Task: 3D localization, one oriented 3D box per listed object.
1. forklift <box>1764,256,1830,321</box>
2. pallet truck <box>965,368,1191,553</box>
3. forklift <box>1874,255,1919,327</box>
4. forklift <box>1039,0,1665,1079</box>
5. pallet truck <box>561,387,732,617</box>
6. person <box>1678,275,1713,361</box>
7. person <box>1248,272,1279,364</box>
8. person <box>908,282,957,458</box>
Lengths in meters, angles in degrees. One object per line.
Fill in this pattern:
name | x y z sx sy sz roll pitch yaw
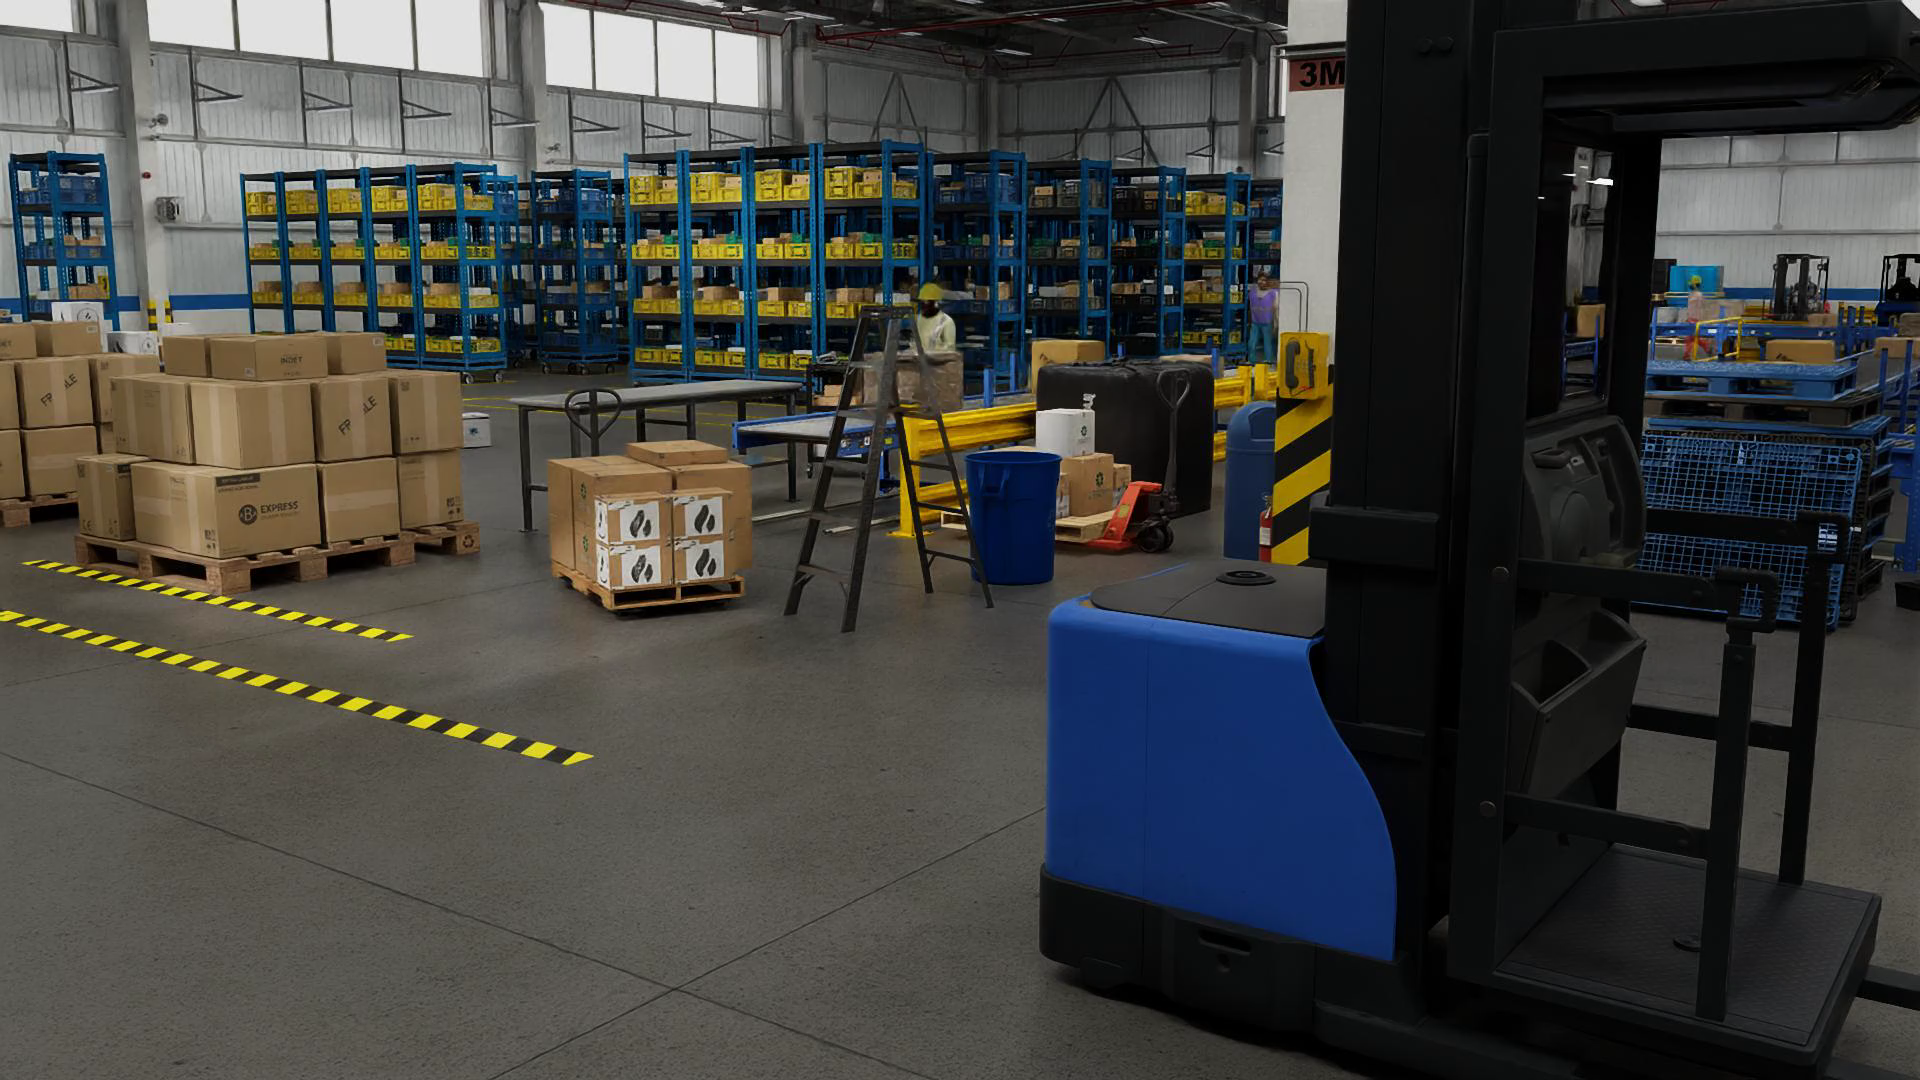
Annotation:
forklift | 20.253 -5.854 40.139 1.157 1.987 2.680 7 12 35
pallet truck | 0.845 -0.609 11.869 1.630 1.274 0.653 7 12 35
forklift | 22.089 -5.634 38.796 1.157 1.987 2.680 6 11 33
forklift | 1.249 -0.137 4.360 1.873 2.768 1.129 7 12 35
pallet truck | -1.981 -0.274 10.088 0.680 1.201 1.601 -5 11 -28
person | 14.701 -4.412 33.178 0.681 1.744 0.532 1 10 6
person | 5.225 -3.732 28.923 0.592 1.812 0.777 7 12 34
person | -0.249 -1.770 17.278 0.789 1.809 0.589 -8 12 -39
